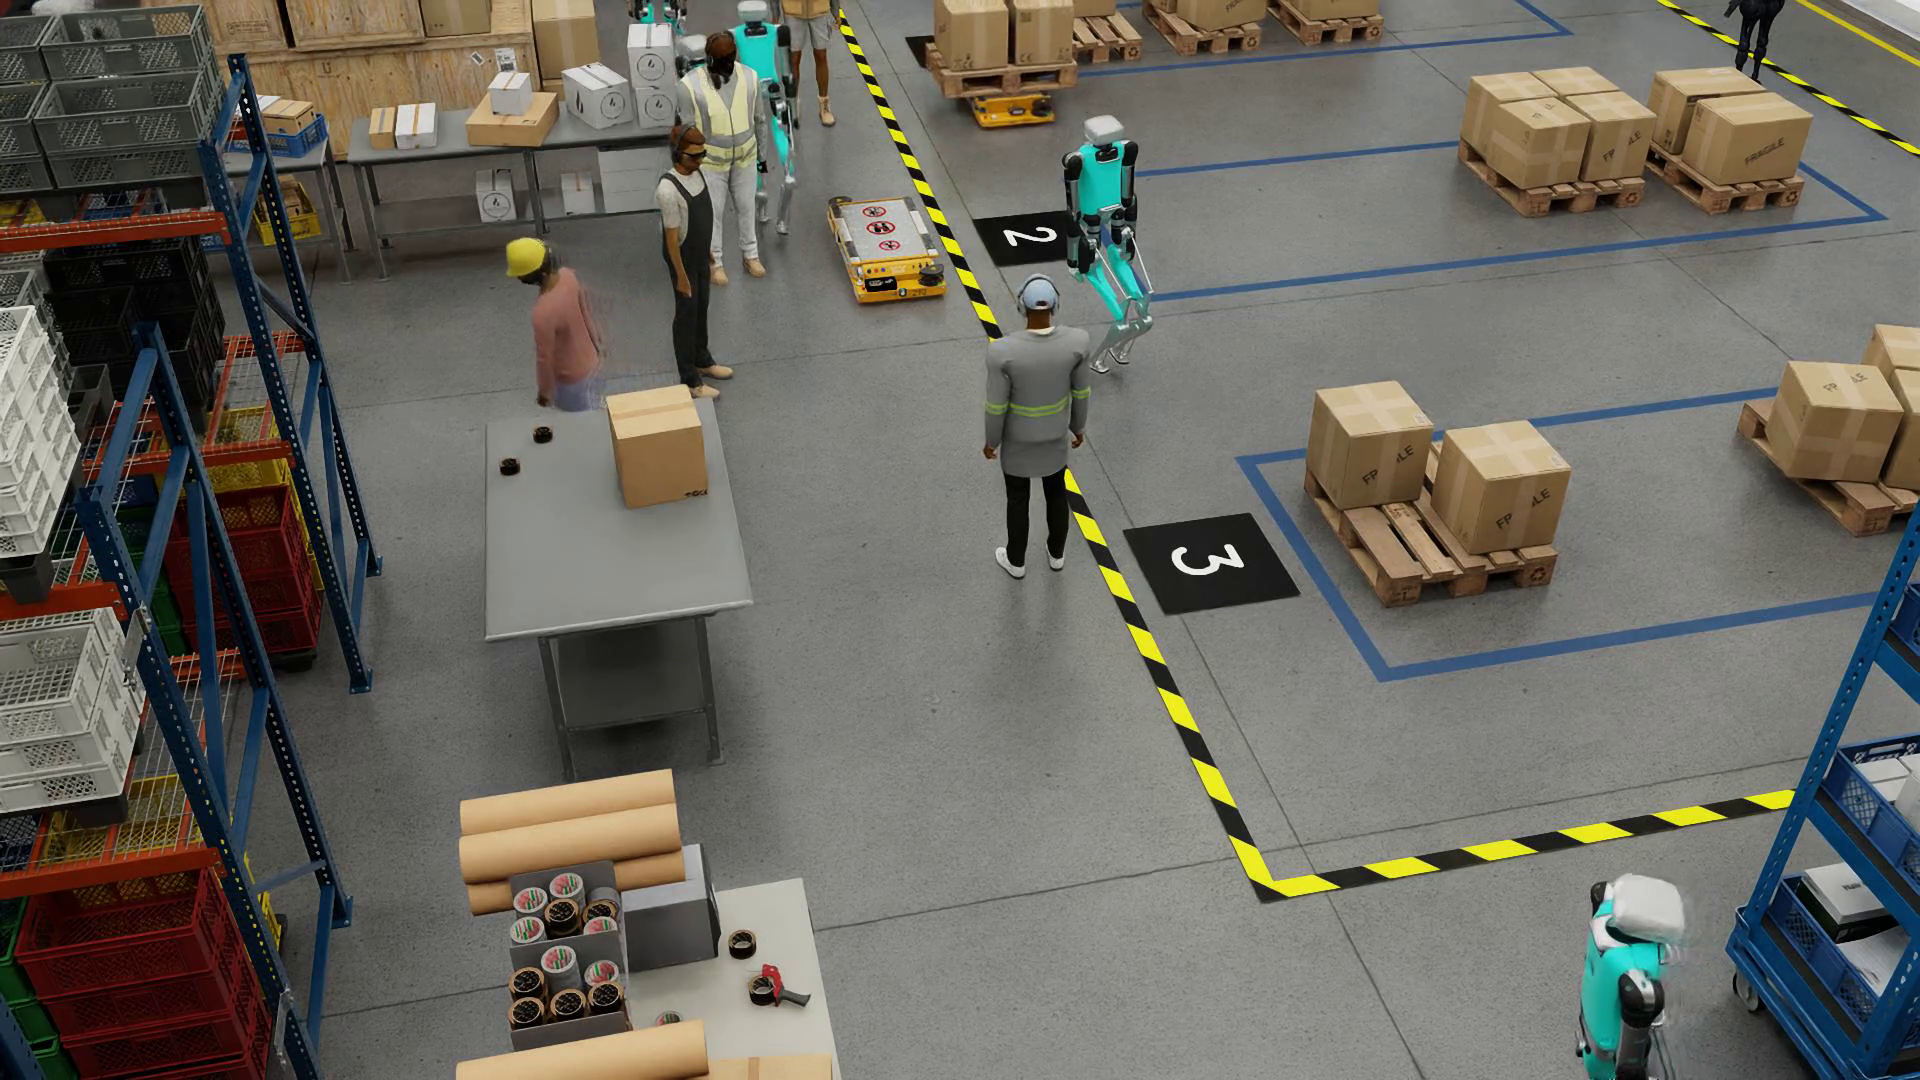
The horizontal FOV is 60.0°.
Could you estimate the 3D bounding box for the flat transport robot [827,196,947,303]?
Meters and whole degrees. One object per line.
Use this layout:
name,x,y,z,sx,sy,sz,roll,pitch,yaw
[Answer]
flat transport robot,-0.570,-2.220,12.538,0.659,0.231,1.431,-8,37,-10

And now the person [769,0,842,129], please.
person,-1.306,-4.498,14.116,0.614,2.040,0.379,-6,37,-8

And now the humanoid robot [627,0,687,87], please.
humanoid robot,-2.655,-4.718,14.713,0.540,1.829,0.771,-1,37,-1

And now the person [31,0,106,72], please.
person,-6.948,-3.693,13.203,0.584,1.840,0.525,28,45,32

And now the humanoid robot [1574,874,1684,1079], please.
humanoid robot,2.483,1.871,5.848,1.005,1.769,0.538,3,37,4

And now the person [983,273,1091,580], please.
person,0.402,-0.613,9.051,0.599,1.850,0.386,-10,38,-13

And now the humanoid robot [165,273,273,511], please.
humanoid robot,-4.355,-0.820,9.490,0.540,1.640,0.609,-13,39,-17

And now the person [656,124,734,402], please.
person,-1.706,-1.776,10.625,0.347,1.838,0.505,9,38,12

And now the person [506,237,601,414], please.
person,-2.282,-1.000,9.669,0.456,1.723,0.594,5,37,7

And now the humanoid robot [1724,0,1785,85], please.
humanoid robot,7.197,-4.892,14.938,0.599,1.655,0.315,-15,39,-19

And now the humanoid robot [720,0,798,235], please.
humanoid robot,-1.438,-3.058,12.438,0.533,1.748,0.926,-9,37,-11

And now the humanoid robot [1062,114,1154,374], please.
humanoid robot,1.009,-1.819,10.652,0.533,1.681,0.735,-19,41,-23

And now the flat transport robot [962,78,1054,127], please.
flat transport robot,0.355,-4.119,15.066,0.652,0.197,1.431,-8,37,-10

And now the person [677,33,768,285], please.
person,-1.665,-2.732,11.919,0.629,1.835,0.429,-16,39,-20

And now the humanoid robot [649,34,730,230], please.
humanoid robot,-1.996,-2.653,11.922,0.715,1.820,0.539,-28,45,-33
